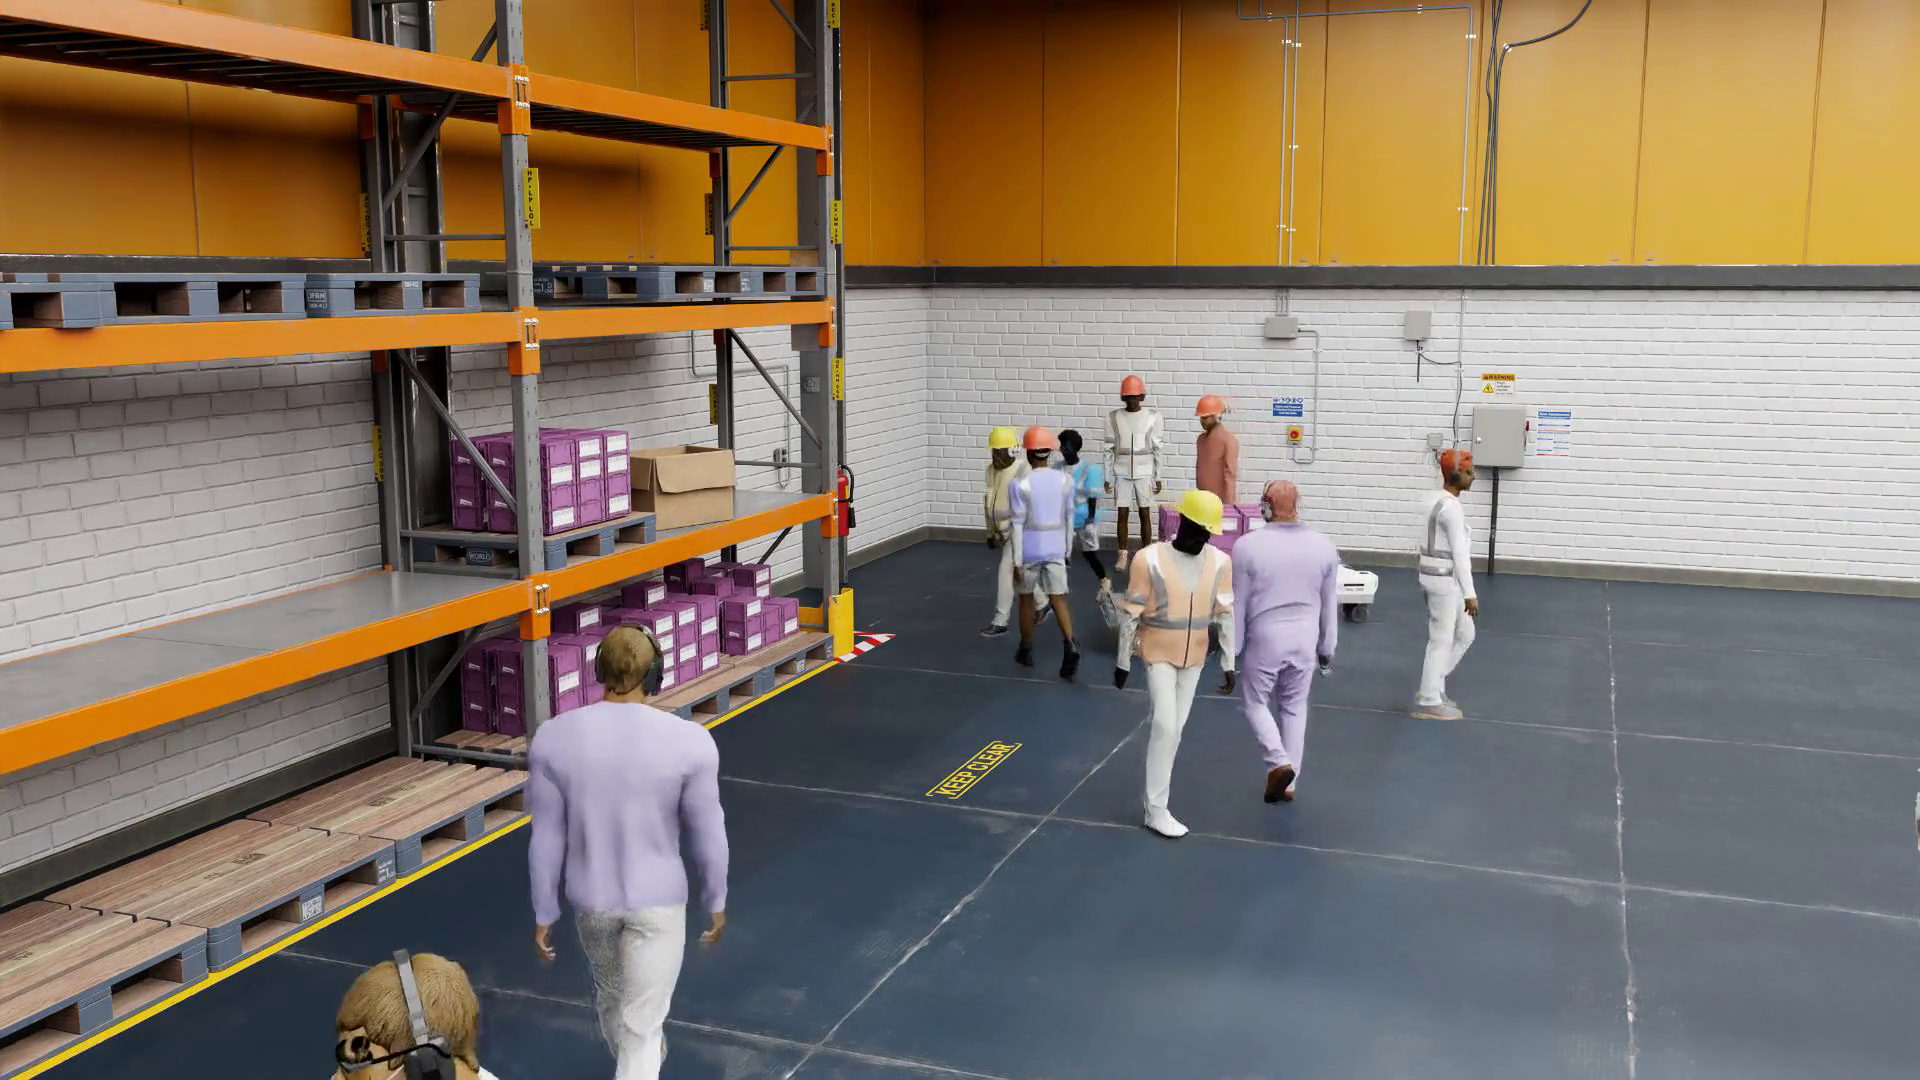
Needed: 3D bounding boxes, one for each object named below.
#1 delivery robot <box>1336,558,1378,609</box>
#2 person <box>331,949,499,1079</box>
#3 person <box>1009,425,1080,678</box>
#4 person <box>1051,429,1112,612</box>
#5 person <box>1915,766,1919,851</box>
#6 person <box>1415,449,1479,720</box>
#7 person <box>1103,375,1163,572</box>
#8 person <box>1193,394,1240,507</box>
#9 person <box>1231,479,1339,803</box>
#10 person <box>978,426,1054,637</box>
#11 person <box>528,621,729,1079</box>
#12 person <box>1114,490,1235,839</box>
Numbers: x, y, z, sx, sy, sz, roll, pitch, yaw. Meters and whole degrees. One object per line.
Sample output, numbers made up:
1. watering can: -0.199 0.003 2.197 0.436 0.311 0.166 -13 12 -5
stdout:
1. delivery robot: 3.289 0.395 14.591 0.707 0.478 0.477 -1 9 -4
2. person: -0.795 1.615 2.968 0.532 1.920 0.659 -7 11 -37
3. person: 0.637 0.083 12.630 0.551 1.915 0.887 -3 9 -17
4. person: 1.085 -0.197 15.144 0.535 1.661 0.790 6 11 34
5. person: 3.757 1.114 5.943 0.624 1.972 0.788 6 11 33
6. person: 3.326 0.313 11.285 0.432 1.865 0.579 2 9 12
7. person: 1.766 -0.671 16.976 0.609 2.032 0.410 2 9 10
8. person: 2.435 -0.391 15.460 0.972 1.951 0.611 -5 10 -28
9. person: 1.836 0.595 9.457 0.666 1.884 0.522 -2 9 -12
10. person: 0.507 -0.093 14.130 0.842 1.790 0.605 -7 11 -36
11. person: -1.089 1.198 5.679 0.637 1.883 1.014 1 9 7
12. person: 1.219 0.669 9.041 0.629 1.877 0.712 -4 10 -22
